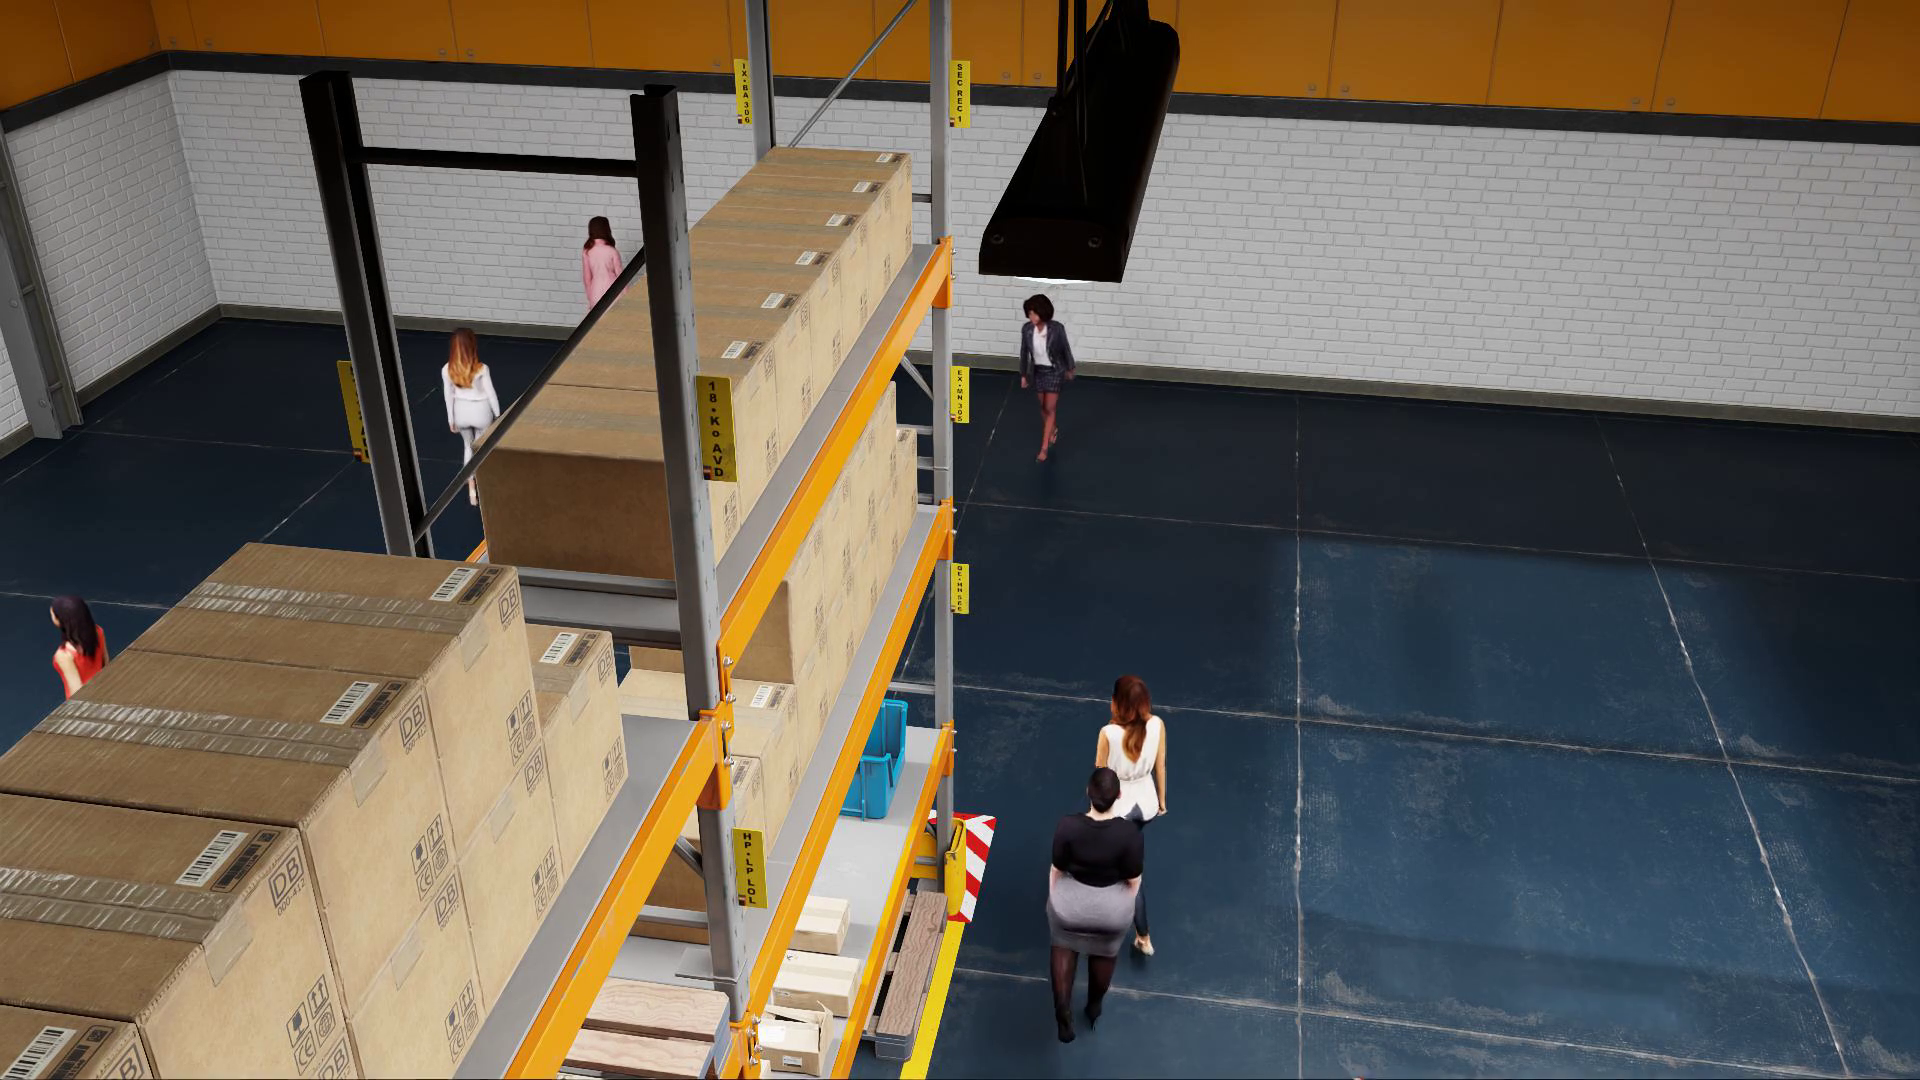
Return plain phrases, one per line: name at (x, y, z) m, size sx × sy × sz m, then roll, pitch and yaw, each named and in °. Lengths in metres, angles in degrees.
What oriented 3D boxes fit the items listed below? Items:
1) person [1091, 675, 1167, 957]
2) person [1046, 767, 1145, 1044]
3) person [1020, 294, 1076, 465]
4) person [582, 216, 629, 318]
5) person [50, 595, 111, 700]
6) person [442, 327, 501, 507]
person at (1.036, 1.652, 9.829) m, size 0.965 × 1.739 × 1.213 m, roll -9°, pitch 30°, yaw -15°
person at (0.720, 2.065, 9.073) m, size 0.656 × 1.737 × 0.866 m, roll 3°, pitch 29°, yaw 6°
person at (0.870, -1.589, 15.867) m, size 0.794 × 1.646 × 0.978 m, roll 11°, pitch 31°, yaw 20°
person at (-3.681, -2.482, 17.342) m, size 0.607 × 1.800 × 0.510 m, roll 5°, pitch 29°, yaw 8°
person at (-5.628, 1.099, 10.864) m, size 0.644 × 1.718 × 0.463 m, roll 4°, pitch 29°, yaw 8°
person at (-4.298, -0.988, 14.651) m, size 0.620 × 1.755 × 0.633 m, roll 2°, pitch 29°, yaw 3°
